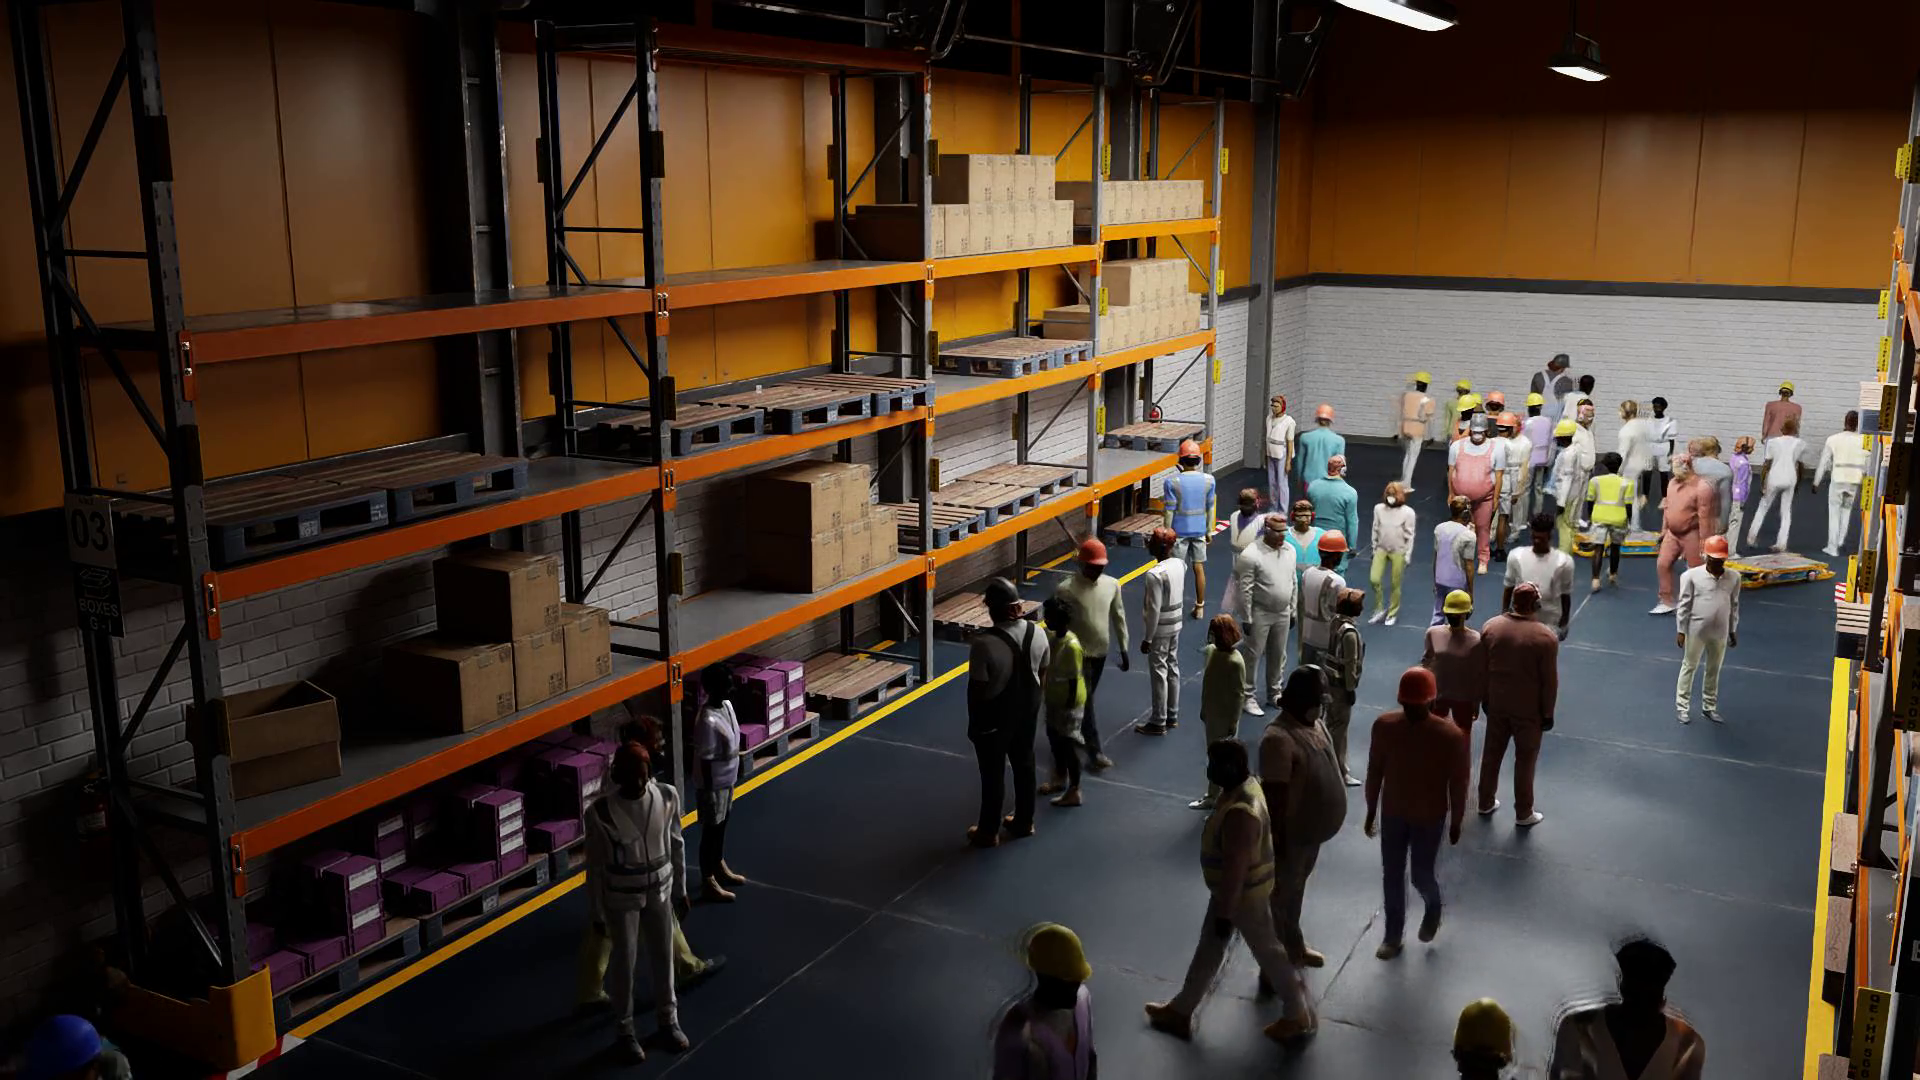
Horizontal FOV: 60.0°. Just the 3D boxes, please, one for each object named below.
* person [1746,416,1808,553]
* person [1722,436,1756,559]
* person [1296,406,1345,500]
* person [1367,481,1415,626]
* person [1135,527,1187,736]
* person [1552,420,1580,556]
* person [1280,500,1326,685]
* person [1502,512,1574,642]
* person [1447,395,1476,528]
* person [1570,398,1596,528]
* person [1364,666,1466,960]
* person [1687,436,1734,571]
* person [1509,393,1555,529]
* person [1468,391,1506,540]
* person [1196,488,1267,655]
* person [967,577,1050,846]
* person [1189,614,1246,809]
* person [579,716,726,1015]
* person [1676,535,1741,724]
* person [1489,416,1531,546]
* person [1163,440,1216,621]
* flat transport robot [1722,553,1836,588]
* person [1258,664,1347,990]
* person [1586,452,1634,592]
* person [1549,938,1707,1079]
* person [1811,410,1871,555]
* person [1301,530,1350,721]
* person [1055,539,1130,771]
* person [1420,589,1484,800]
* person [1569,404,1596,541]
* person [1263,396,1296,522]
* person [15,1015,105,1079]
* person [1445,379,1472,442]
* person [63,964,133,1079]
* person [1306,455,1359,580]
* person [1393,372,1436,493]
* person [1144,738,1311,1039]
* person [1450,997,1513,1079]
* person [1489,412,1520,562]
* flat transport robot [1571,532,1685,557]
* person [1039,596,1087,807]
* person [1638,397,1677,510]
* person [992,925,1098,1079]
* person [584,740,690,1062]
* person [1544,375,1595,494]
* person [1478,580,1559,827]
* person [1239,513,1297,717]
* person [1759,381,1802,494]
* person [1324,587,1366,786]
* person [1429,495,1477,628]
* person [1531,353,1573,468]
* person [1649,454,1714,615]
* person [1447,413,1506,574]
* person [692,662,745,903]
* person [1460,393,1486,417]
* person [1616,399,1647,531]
[{"bbox_3d":[10.760,-0.722,21.879,0.617,1.820,0.368,4,13,18],"label":"person"},{"bbox_3d":[10.015,-0.534,21.426,0.321,1.631,0.527,2,13,9],"label":"person"},{"bbox_3d":[4.741,-0.801,21.921,0.625,1.940,1.023,3,13,14],"label":"person"},{"bbox_3d":[4.727,0.165,18.312,0.512,1.619,0.481,9,15,35],"label":"person"},{"bbox_3d":[1.797,0.807,14.852,0.350,1.883,0.583,8,15,33],"label":"person"},{"bbox_3d":[7.622,-0.573,21.020,0.373,1.901,0.687,4,13,19],"label":"person"},{"bbox_3d":[3.312,0.500,16.308,0.569,1.843,0.374,-1,13,-5],"label":"person"},{"bbox_3d":[5.314,0.676,15.314,0.608,1.946,0.755,7,14,29],"label":"person"},{"bbox_3d":[7.034,-1.074,23.195,0.380,1.919,0.585,-8,15,-32],"label":"person"},{"bbox_3d":[8.676,-1.070,23.310,0.550,1.863,0.322,-3,13,-15],"label":"person"},{"bbox_3d":[2.873,1.724,10.545,0.607,1.978,0.535,10,16,37],"label":"person"},{"bbox_3d":[8.812,-0.274,19.678,0.447,1.906,0.638,-8,15,-32],"label":"person"},{"bbox_3d":[8.031,-1.100,23.333,0.587,1.914,0.394,-5,14,-22],"label":"person"},{"bbox_3d":[7.233,-1.020,22.705,0.619,2.028,0.409,4,13,19],"label":"person"},{"bbox_3d":[2.900,0.351,17.103,0.930,1.787,0.570,-8,15,-32],"label":"person"},{"bbox_3d":[0.308,1.261,12.462,0.682,2.000,0.535,-9,15,-34],"label":"person"},{"bbox_3d":[2.020,1.365,12.919,0.284,1.633,0.497,-5,14,-23],"label":"person"},{"bbox_3d":[-1.912,1.934,10.014,0.978,1.785,0.572,-9,16,-36],"label":"person"},{"bbox_3d":[6.806,0.812,15.122,0.575,1.749,0.334,0,13,-2],"label":"person"},{"bbox_3d":[7.299,-0.772,22.145,0.892,1.779,0.574,-10,16,-38],"label":"person"},{"bbox_3d":[2.532,-0.099,18.547,0.607,2.044,0.372,-3,13,-14],"label":"person"},{"bbox_3d":[9.996,0.363,20.480,1.431,0.197,0.652,-5,14,-22],"label":"flat transport robot"},{"bbox_3d":[2.124,1.741,10.315,0.536,2.000,0.682,8,15,31],"label":"person"},{"bbox_3d":[7.800,-0.228,19.996,0.547,1.634,0.895,6,14,25],"label":"person"},{"bbox_3d":[2.760,2.557,6.967,0.608,1.917,1.023,4,13,16],"label":"person"},{"bbox_3d":[11.556,-0.754,21.797,0.688,1.895,0.491,2,13,9],"label":"person"},{"bbox_3d":[3.192,0.860,14.532,0.396,1.929,0.543,-4,13,-18],"label":"person"},{"bbox_3d":[1.110,0.936,14.159,0.621,1.942,1.011,-6,14,-25],"label":"person"},{"bbox_3d":[3.877,1.248,13.141,0.525,1.770,0.306,9,15,34],"label":"person"},{"bbox_3d":[8.339,-0.887,22.415,0.398,1.899,0.654,10,16,38],"label":"person"},{"bbox_3d":[4.558,-1.153,23.740,0.393,1.836,0.560,-6,14,-27],"label":"person"},{"bbox_3d":[-3.340,2.703,6.306,0.645,1.899,0.952,9,15,34],"label":"person"},{"bbox_3d":[7.864,-1.668,26.249,0.525,1.749,0.566,12,17,42],"label":"person"},{"bbox_3d":[-3.629,2.621,6.953,0.540,1.797,0.954,8,15,31],"label":"person"},{"bbox_3d":[4.137,-0.003,18.452,0.399,1.900,0.646,-12,17,-43],"label":"person"},{"bbox_3d":[7.127,-1.683,25.978,0.640,1.892,0.596,-11,17,-41],"label":"person"},{"bbox_3d":[1.611,2.032,9.623,0.984,1.783,0.724,1,13,5],"label":"person"},{"bbox_3d":[2.042,2.706,6.542,0.595,1.805,0.774,-1,13,-4],"label":"person"},{"bbox_3d":[6.977,-0.686,21.440,0.387,1.929,0.544,-7,15,-30],"label":"person"},{"bbox_3d":[8.764,0.048,21.890,1.431,0.197,0.652,0,13,-1],"label":"flat transport robot"},{"bbox_3d":[0.835,1.272,13.204,0.330,1.686,0.600,-4,13,-16],"label":"person"},{"bbox_3d":[10.353,-1.291,24.697,0.536,1.690,0.323,12,17,43],"label":"person"},{"bbox_3d":[0.386,2.524,7.192,0.974,1.880,0.601,9,15,35],"label":"person"},{"bbox_3d":[-1.821,2.026,9.416,0.584,1.877,0.363,-9,15,-34],"label":"person"},{"bbox_3d":[9.552,-1.638,25.853,1.042,1.860,0.630,-3,13,-15],"label":"person"},{"bbox_3d":[4.316,1.248,12.860,0.396,1.900,0.643,-11,17,-40],"label":"person"},{"bbox_3d":[2.869,0.680,15.390,0.646,1.900,0.400,-7,14,-28],"label":"person"},{"bbox_3d":[12.784,-1.598,25.915,0.535,1.755,0.342,6,14,25],"label":"person"},{"bbox_3d":[3.151,1.191,13.689,0.315,1.636,0.515,0,13,-1],"label":"person"},{"bbox_3d":[4.895,0.460,16.525,0.349,1.837,0.502,-8,15,-32],"label":"person"},{"bbox_3d":[9.918,-2.187,27.900,0.701,2.000,0.660,9,15,34],"label":"person"},{"bbox_3d":[8.099,-0.029,18.650,0.758,1.863,0.703,-5,13,-19],"label":"person"},{"bbox_3d":[6.393,-0.584,20.725,0.682,2.000,0.535,6,14,27],"label":"person"},{"bbox_3d":[-1.675,1.654,11.497,0.318,1.690,0.530,2,13,9],"label":"person"},{"bbox_3d":[7.583,-1.311,24.681,0.493,1.730,0.324,2,13,8],"label":"person"},{"bbox_3d":[9.064,-0.954,22.631,0.653,1.923,0.678,11,17,40],"label":"person"}]
